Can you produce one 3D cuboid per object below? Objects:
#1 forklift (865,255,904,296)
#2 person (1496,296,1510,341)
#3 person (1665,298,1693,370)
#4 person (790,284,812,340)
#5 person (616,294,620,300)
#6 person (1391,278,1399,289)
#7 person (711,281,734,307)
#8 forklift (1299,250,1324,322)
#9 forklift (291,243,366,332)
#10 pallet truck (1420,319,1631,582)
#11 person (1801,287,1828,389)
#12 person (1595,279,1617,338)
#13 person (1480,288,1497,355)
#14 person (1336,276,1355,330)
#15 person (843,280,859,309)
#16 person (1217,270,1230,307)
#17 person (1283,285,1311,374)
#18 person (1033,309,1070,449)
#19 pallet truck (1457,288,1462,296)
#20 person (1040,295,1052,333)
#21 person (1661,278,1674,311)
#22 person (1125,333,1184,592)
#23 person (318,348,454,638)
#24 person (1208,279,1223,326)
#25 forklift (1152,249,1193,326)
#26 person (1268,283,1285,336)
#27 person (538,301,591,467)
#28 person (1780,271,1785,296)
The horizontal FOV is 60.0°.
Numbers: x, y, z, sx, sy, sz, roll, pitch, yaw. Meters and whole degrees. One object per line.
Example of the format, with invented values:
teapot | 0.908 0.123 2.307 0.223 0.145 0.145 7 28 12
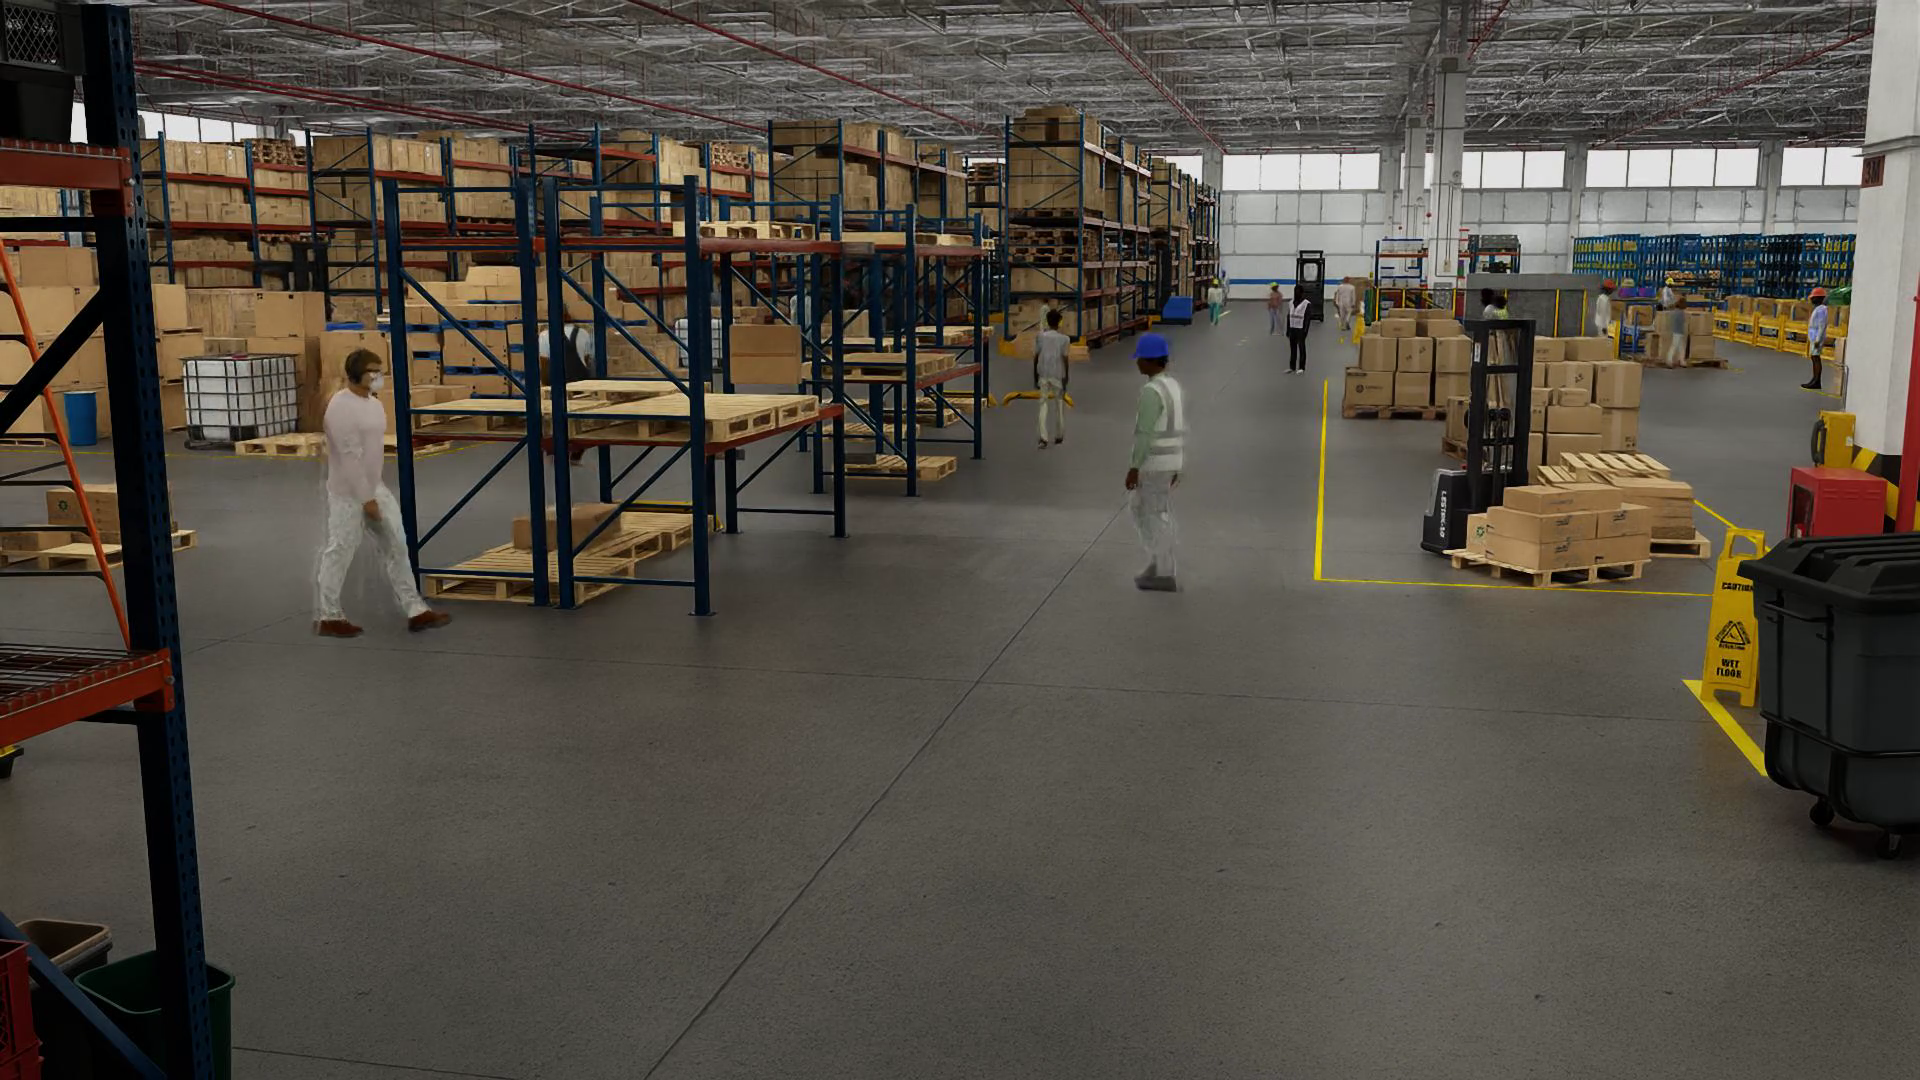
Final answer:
forklift | -1.711 -5.432 38.375 1.129 2.768 1.873 2 10 12
person | 11.759 -4.451 36.094 0.321 1.686 0.535 2 10 13
person | 16.144 -4.592 37.137 0.725 1.602 0.535 2 10 10
person | -3.597 -4.923 38.144 0.629 1.940 0.372 -7 12 -38
person | -8.436 -5.239 40.930 0.524 1.632 0.314 0 10 0
person | 21.866 -12.420 83.406 0.518 1.645 0.307 2 10 10
person | -6.201 -5.785 43.333 0.652 1.908 0.750 -2 10 -11
forklift | 13.778 -10.002 65.433 1.129 2.768 1.873 2 10 12
forklift | -14.053 -5.069 36.223 1.873 2.768 1.129 2 10 12
pallet truck | 4.543 -0.757 13.299 0.823 1.965 1.885 -4 10 -22
person | 16.383 -3.862 31.863 0.364 1.935 0.553 3 10 19
person | 14.560 -4.902 37.744 0.567 2.028 0.644 3 10 18
person | 10.461 -4.003 32.732 0.923 1.936 0.607 3 10 17
person | 13.467 -8.271 58.166 0.657 1.875 0.863 2 10 13
person | -2.838 -5.539 41.743 0.745 1.951 0.539 6 11 31
person | 13.523 -12.906 85.465 0.666 1.923 0.441 1 10 5
person | 7.338 -4.567 36.093 0.391 1.920 0.593 -8 12 -40
person | 1.194 -2.119 21.887 0.514 1.832 0.967 2 10 9
pallet truck | 20.506 -9.785 68.819 0.653 1.274 1.630 2 10 12
person | 2.057 -5.072 39.929 0.390 1.631 0.513 3 10 19
person | 24.693 -8.223 58.056 0.403 1.817 0.600 6 11 33
person | 1.432 -0.571 12.409 0.518 1.927 0.622 3 10 17
person | -3.794 -0.288 10.831 0.968 1.897 0.639 2 10 10
person | 9.460 -8.797 61.607 0.530 1.752 0.478 1 10 8
forklift | 7.646 -9.320 61.395 1.873 2.768 1.129 2 10 11
person | 10.291 -7.504 54.080 0.365 1.720 0.562 -6 11 -31
person | -4.737 -1.878 19.812 0.700 2.000 0.565 -8 12 -39
person | 39.488 -12.009 79.794 0.373 2.043 0.615 1 10 9
